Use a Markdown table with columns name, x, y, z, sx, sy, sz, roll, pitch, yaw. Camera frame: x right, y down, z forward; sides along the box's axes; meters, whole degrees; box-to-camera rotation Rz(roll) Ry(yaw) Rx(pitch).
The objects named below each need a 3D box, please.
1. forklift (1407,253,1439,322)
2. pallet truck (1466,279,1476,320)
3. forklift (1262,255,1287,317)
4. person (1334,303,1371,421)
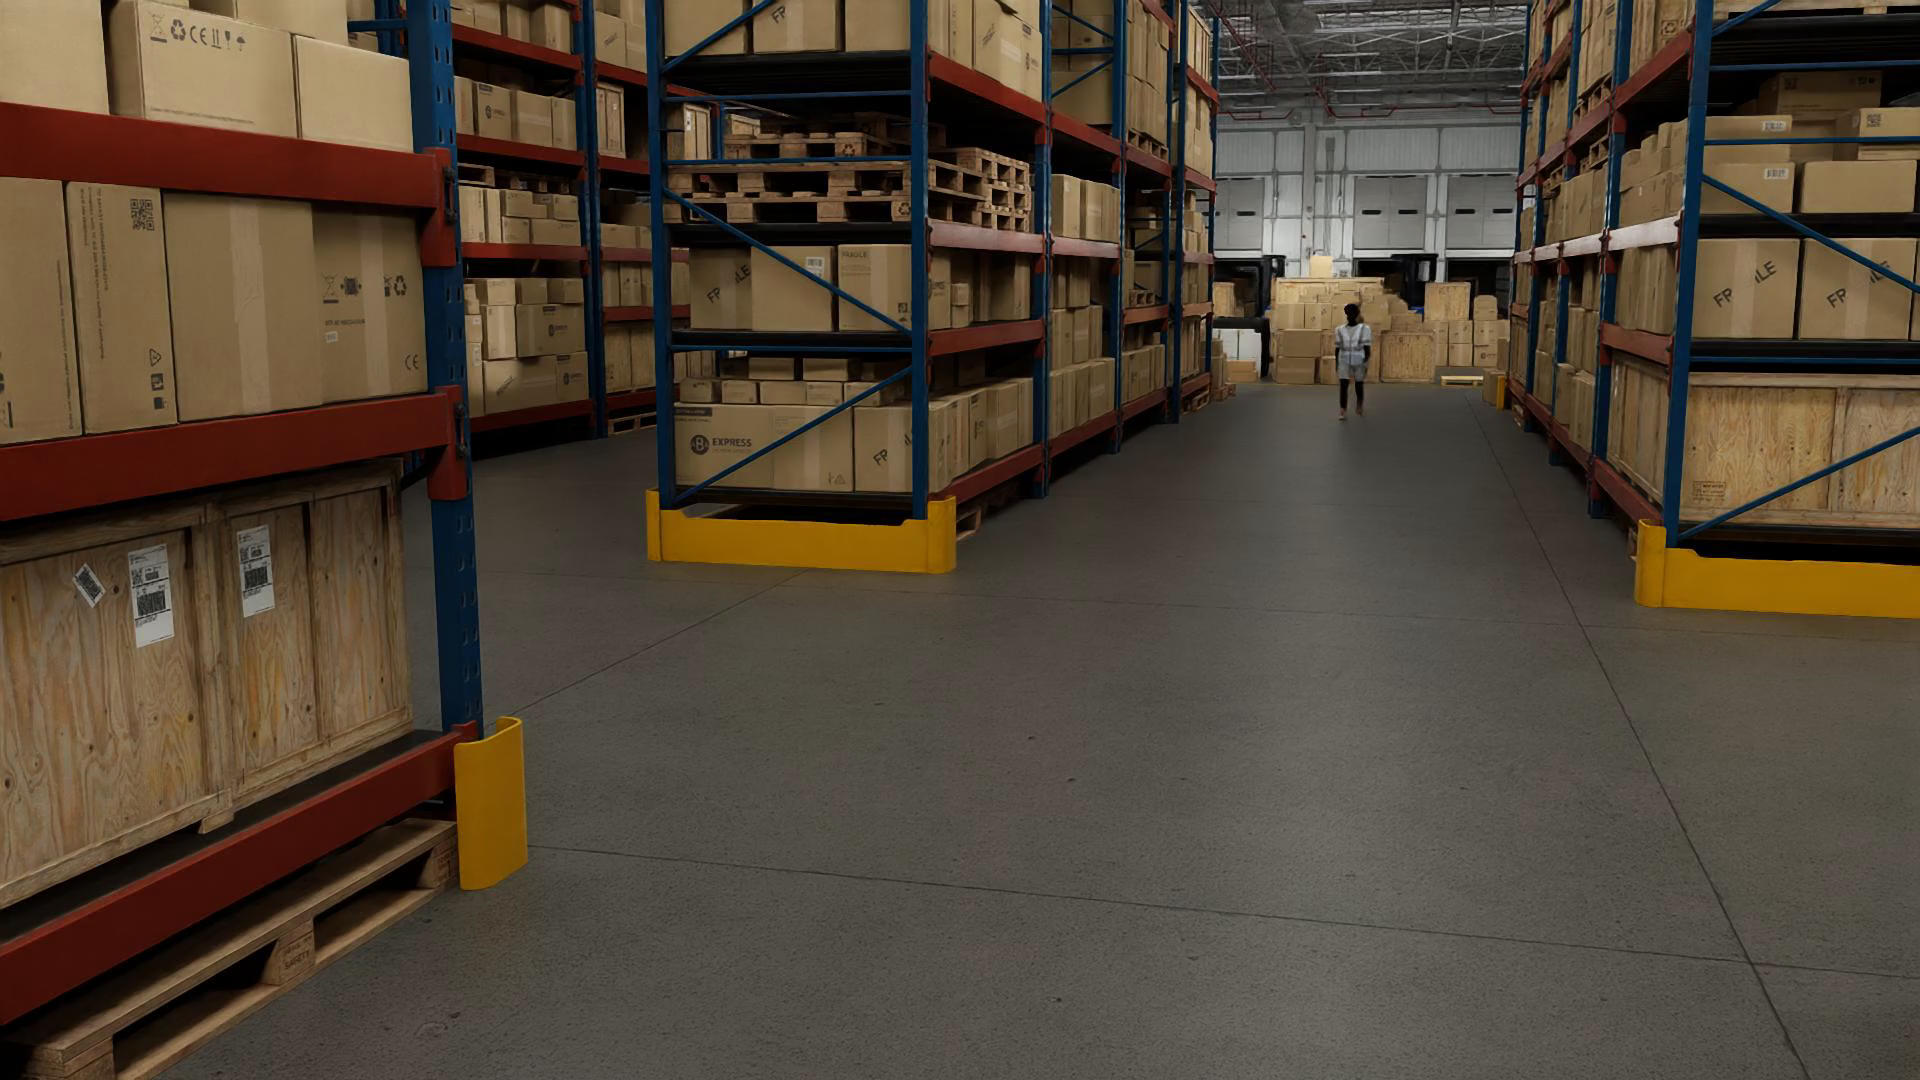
| name | x | y | z | sx | sy | sz | roll | pitch | yaw |
| --- | --- | --- | --- | --- | --- | --- | --- | --- | --- |
| forklift | 14.972 | -7.886 | 53.875 | 1.129 | 2.768 | 1.873 | -3 | 9 | -19 |
| pallet truck | 18.896 | -8.459 | 60.307 | 1.885 | 1.965 | 0.823 | 5 | 10 | 31 |
| forklift | 10.799 | -8.409 | 57.195 | 1.129 | 2.768 | 1.873 | -9 | 12 | -44 |
| person | 5.617 | -2.555 | 23.806 | 0.538 | 1.676 | 0.630 | 4 | 10 | 22 |
